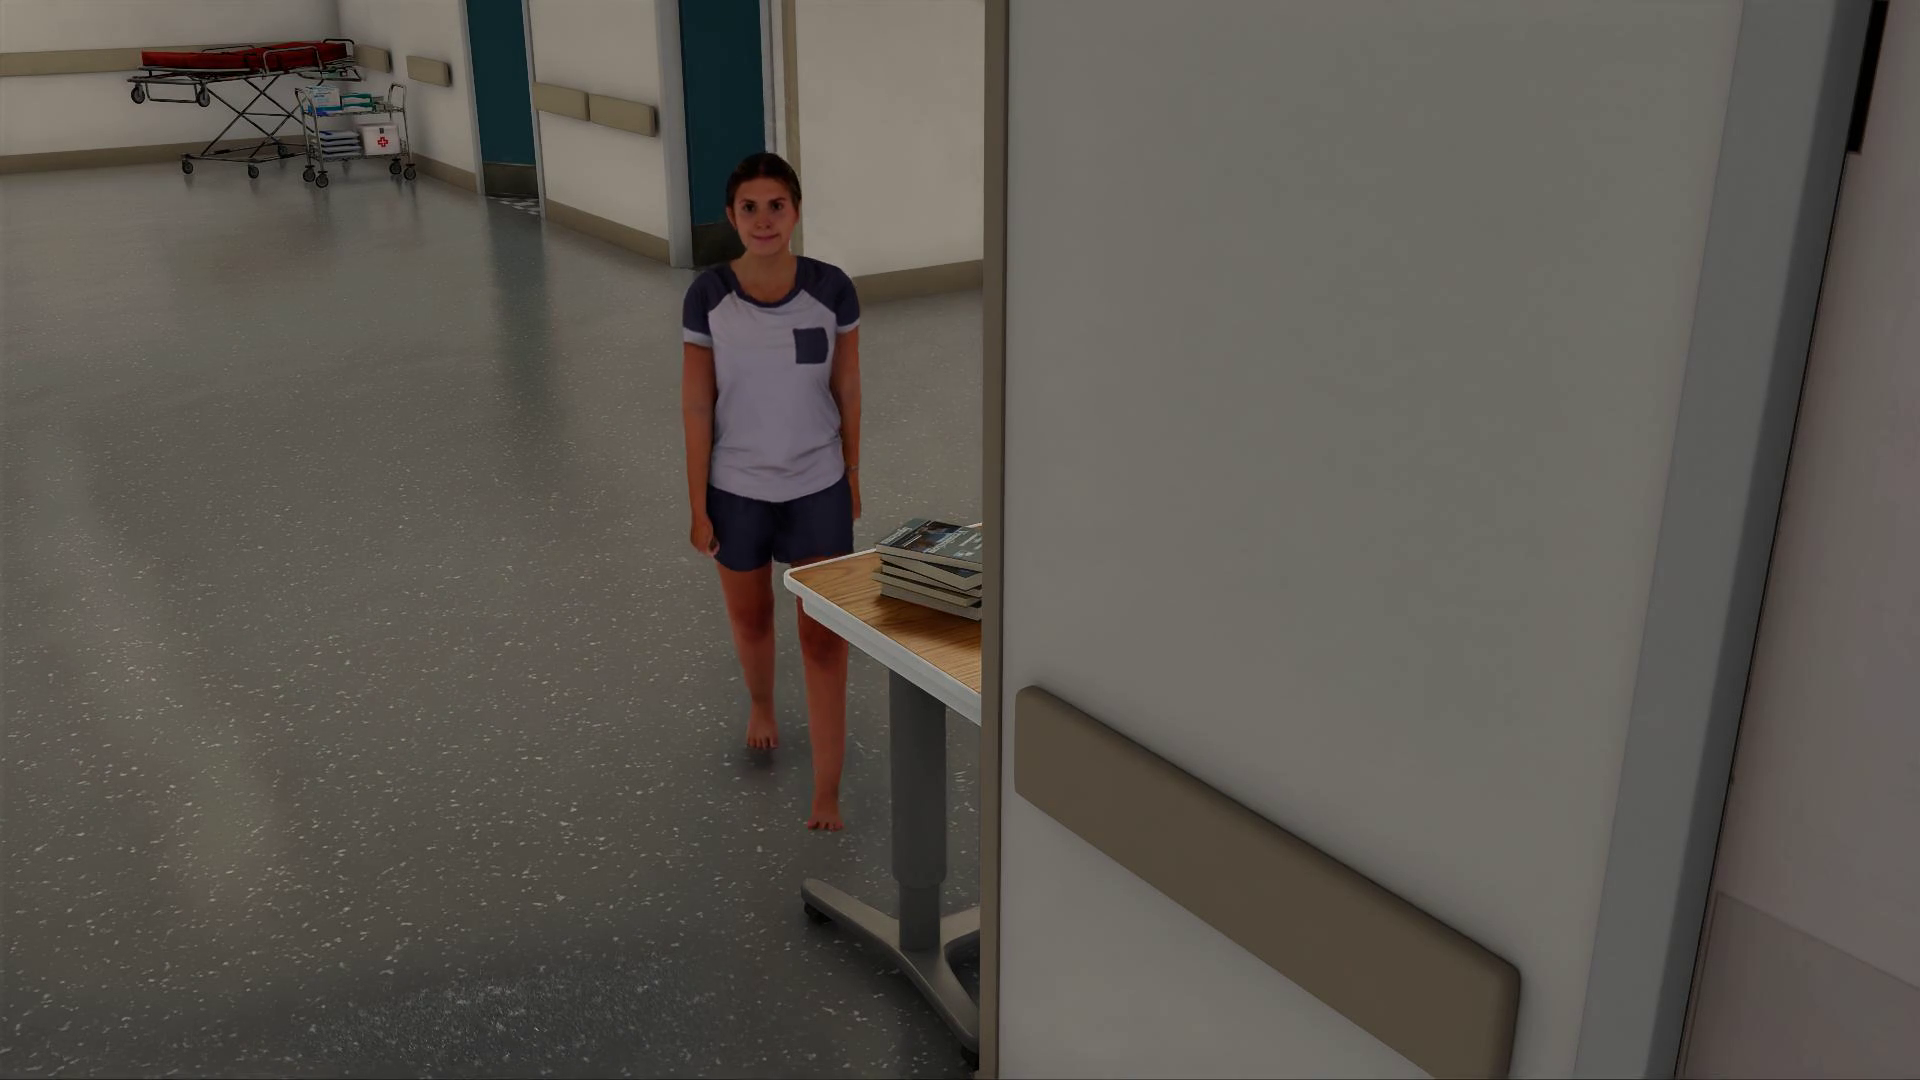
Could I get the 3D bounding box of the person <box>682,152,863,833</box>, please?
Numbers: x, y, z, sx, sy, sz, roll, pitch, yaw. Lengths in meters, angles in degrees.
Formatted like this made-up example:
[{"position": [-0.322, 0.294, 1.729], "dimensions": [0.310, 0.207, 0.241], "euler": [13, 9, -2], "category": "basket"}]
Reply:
[{"position": [-0.460, -0.120, 4.100], "dimensions": [0.900, 1.570, 1.102], "euler": [-2, 21, -5], "category": "person"}]
